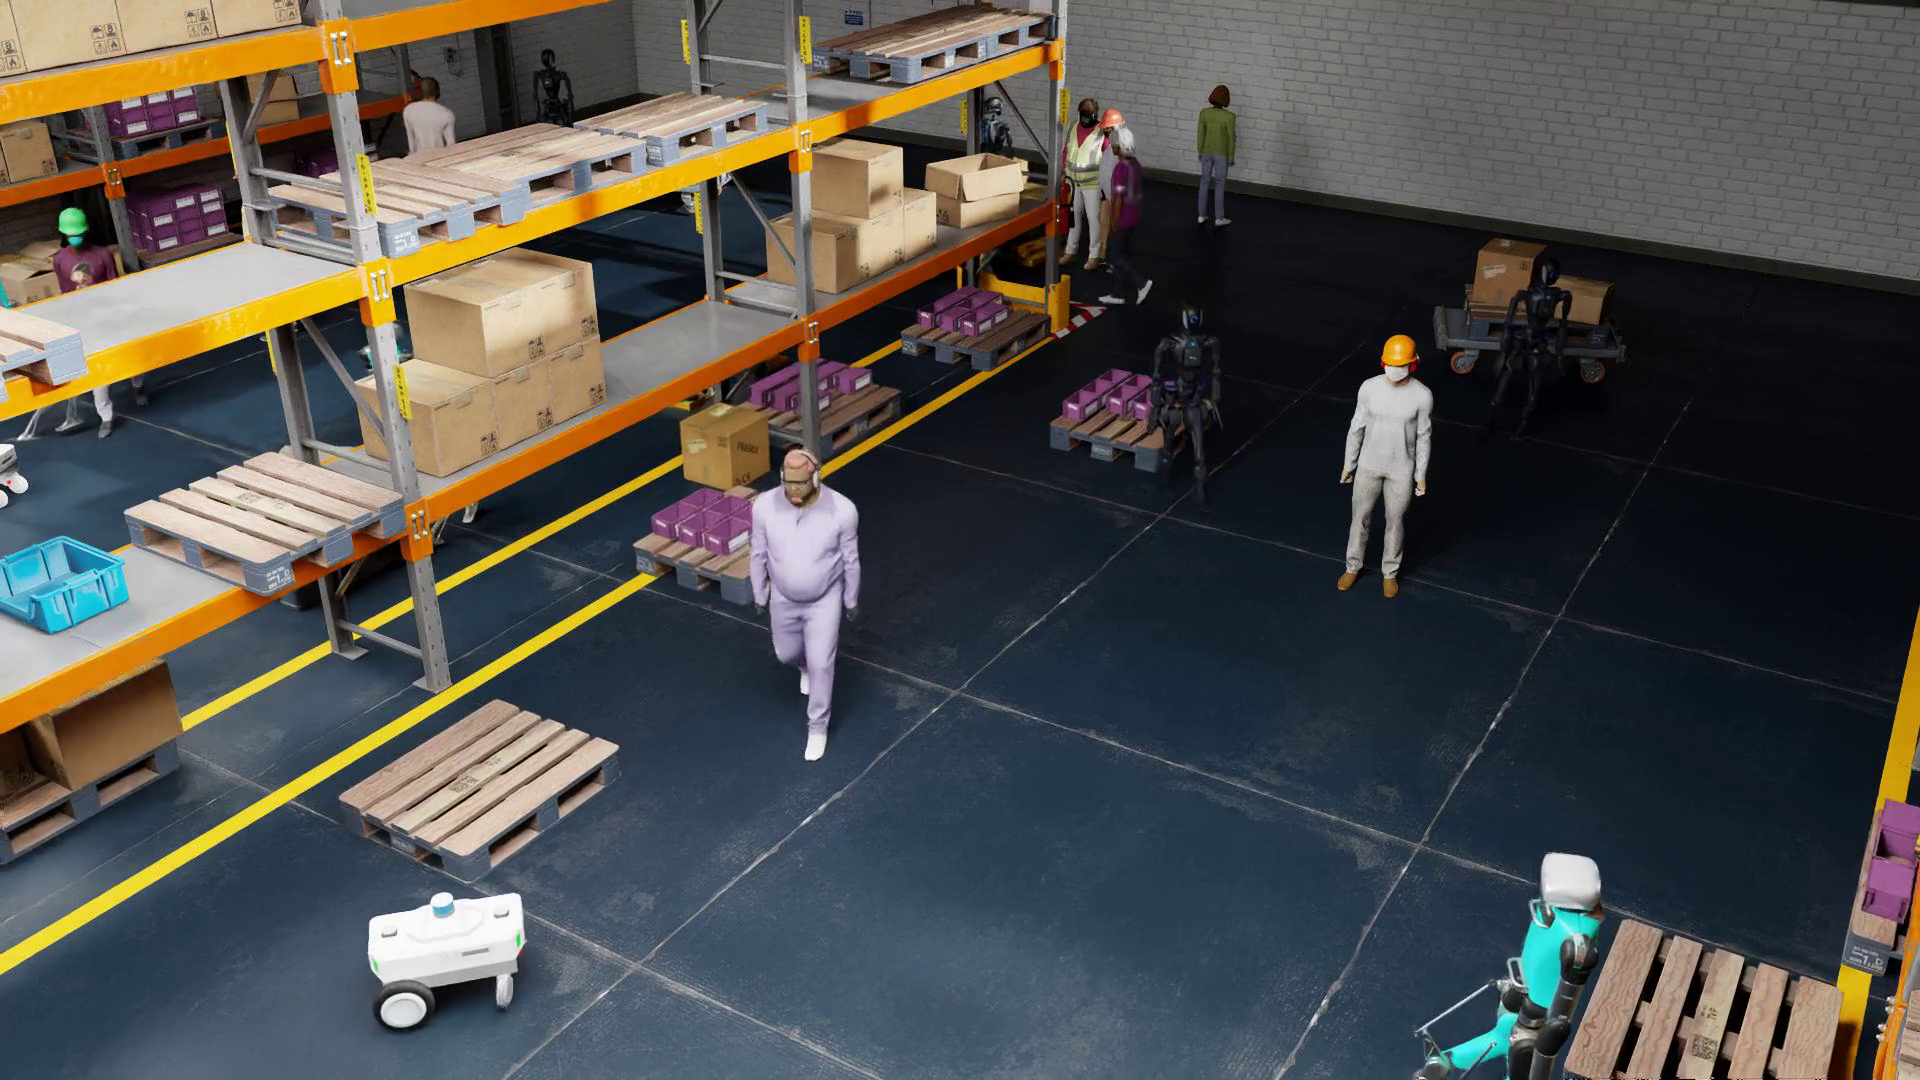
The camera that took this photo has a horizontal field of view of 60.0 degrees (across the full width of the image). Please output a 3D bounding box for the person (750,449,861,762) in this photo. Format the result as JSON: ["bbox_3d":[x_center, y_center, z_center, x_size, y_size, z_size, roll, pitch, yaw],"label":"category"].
[{"bbox_3d":[-0.904,0.302,9.828,0.650,1.881,0.801,3,27,7],"label":"person"}]

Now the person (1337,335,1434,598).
[{"bbox_3d":[2.919,-0.508,11.404,0.580,1.895,0.355,9,28,17],"label":"person"}]

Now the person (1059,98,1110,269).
[{"bbox_3d":[1.359,-3.880,18.106,0.621,1.844,0.430,18,32,31],"label":"person"}]

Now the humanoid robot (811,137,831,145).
[{"bbox_3d":[-1.108,-3.310,17.124,0.928,1.781,0.587,-19,33,-33],"label":"humanoid robot"}]

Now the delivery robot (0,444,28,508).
[{"bbox_3d":[-7.761,-0.560,12.979,0.782,0.589,0.499,2,27,4],"label":"delivery robot"}]

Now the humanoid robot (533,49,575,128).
[{"bbox_3d":[-5.227,-5.568,21.649,0.586,1.631,0.716,5,27,10],"label":"humanoid robot"}]

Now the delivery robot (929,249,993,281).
[{"bbox_3d":[-0.043,-3.077,17.966,0.816,0.613,0.499,12,29,22],"label":"delivery robot"}]

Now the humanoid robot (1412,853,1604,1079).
[{"bbox_3d":[2.091,1.994,6.649,0.676,1.792,0.561,3,27,6],"label":"humanoid robot"}]

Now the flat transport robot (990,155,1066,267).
[{"bbox_3d":[0.467,-3.391,18.880,1.431,0.231,0.659,22,34,36],"label":"flat transport robot"}]

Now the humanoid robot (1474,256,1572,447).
[{"bbox_3d":[4.681,-1.577,13.755,0.612,1.648,0.474,-3,27,-5],"label":"humanoid robot"}]

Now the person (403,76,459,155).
[{"bbox_3d":[-5.932,-4.247,18.752,0.628,1.912,0.858,3,27,6],"label":"person"}]

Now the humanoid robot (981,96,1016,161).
[{"bbox_3d":[0.414,-4.217,18.944,0.585,1.648,0.334,24,35,39],"label":"humanoid robot"}]

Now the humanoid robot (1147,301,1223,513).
[{"bbox_3d":[1.728,-1.006,12.644,0.602,1.634,0.713,-5,27,-10],"label":"humanoid robot"}]

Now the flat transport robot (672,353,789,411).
[{"bbox_3d":[-2.263,-1.548,15.248,0.659,0.231,1.431,16,31,28],"label":"flat transport robot"}]

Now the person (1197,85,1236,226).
[{"bbox_3d":[3.022,-4.541,19.635,0.498,1.633,0.285,21,33,35],"label":"person"}]

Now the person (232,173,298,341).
[{"bbox_3d":[-6.732,-2.798,16.069,0.334,1.749,0.574,1,27,3],"label":"person"}]

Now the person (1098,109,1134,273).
[{"bbox_3d":[1.622,-3.781,18.007,0.341,1.748,0.572,-20,33,-34],"label":"person"}]

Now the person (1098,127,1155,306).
[{"bbox_3d":[1.718,-3.249,16.885,0.598,1.815,0.572,13,30,23],"label":"person"}]

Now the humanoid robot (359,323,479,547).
[{"bbox_3d":[-3.847,-0.848,12.282,0.564,1.754,0.944,16,31,28],"label":"humanoid robot"}]

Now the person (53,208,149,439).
[{"bbox_3d":[-7.312,-1.899,14.115,0.503,1.924,0.823,-7,28,-14],"label":"person"}]

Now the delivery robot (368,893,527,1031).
[{"bbox_3d":[-2.478,1.972,7.995,0.765,0.594,0.510,-7,28,-14],"label":"delivery robot"}]

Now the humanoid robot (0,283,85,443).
[{"bbox_3d":[-7.712,-1.679,13.898,0.862,1.769,0.579,-20,33,-34],"label":"humanoid robot"}]
